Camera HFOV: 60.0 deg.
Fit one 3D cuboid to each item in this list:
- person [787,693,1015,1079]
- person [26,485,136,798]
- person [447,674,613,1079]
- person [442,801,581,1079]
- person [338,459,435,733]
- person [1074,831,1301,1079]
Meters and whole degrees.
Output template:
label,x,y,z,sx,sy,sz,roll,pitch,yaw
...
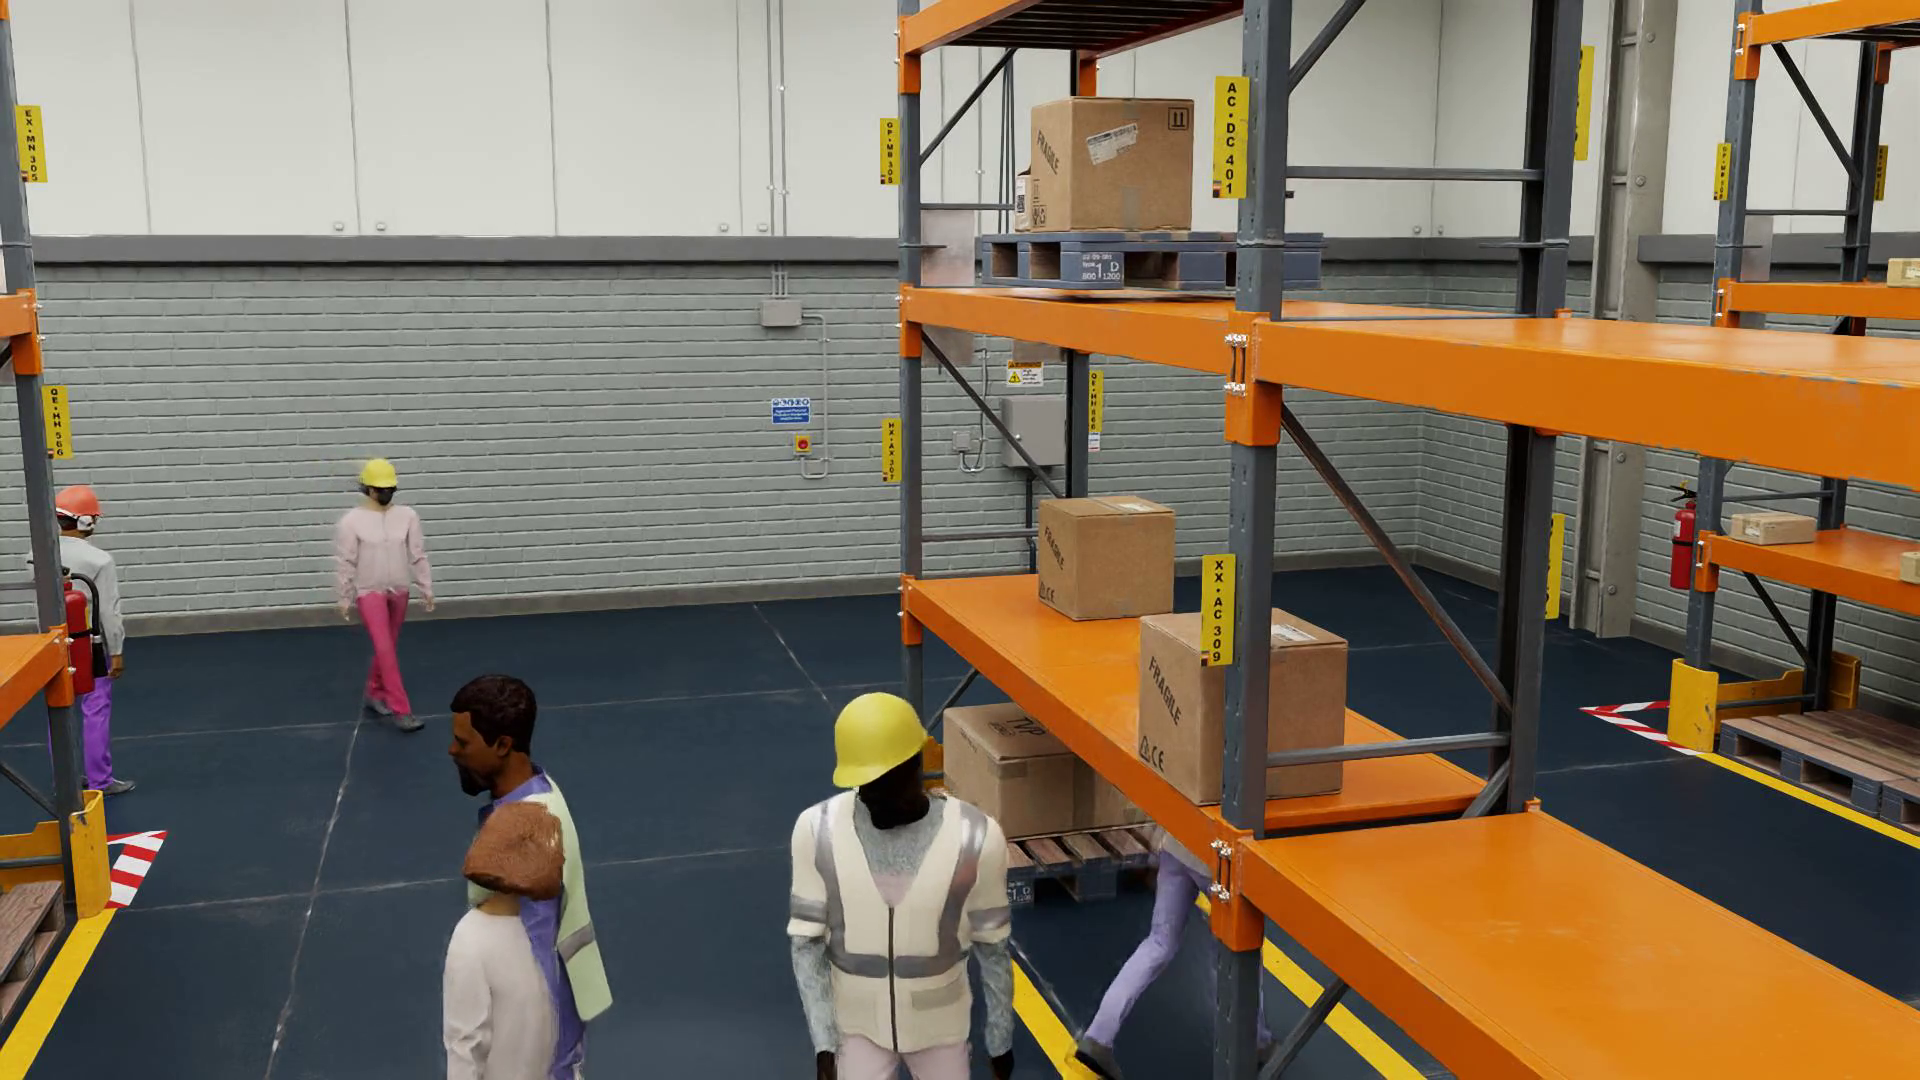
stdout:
label,x,y,z,sx,sy,sz,roll,pitch,yaw
person,-0.150,1.316,4.512,0.609,1.885,0.497,1,10,4
person,-4.848,0.564,9.216,0.557,1.743,0.362,3,10,16
person,-1.167,1.295,4.583,0.397,1.909,0.590,-4,11,-20
person,-1.185,1.481,4.334,0.446,1.612,0.562,3,10,15
person,-3.637,0.334,10.572,0.902,1.712,0.542,9,14,43
person,0.836,1.145,5.998,0.893,1.726,0.542,-5,11,-27
